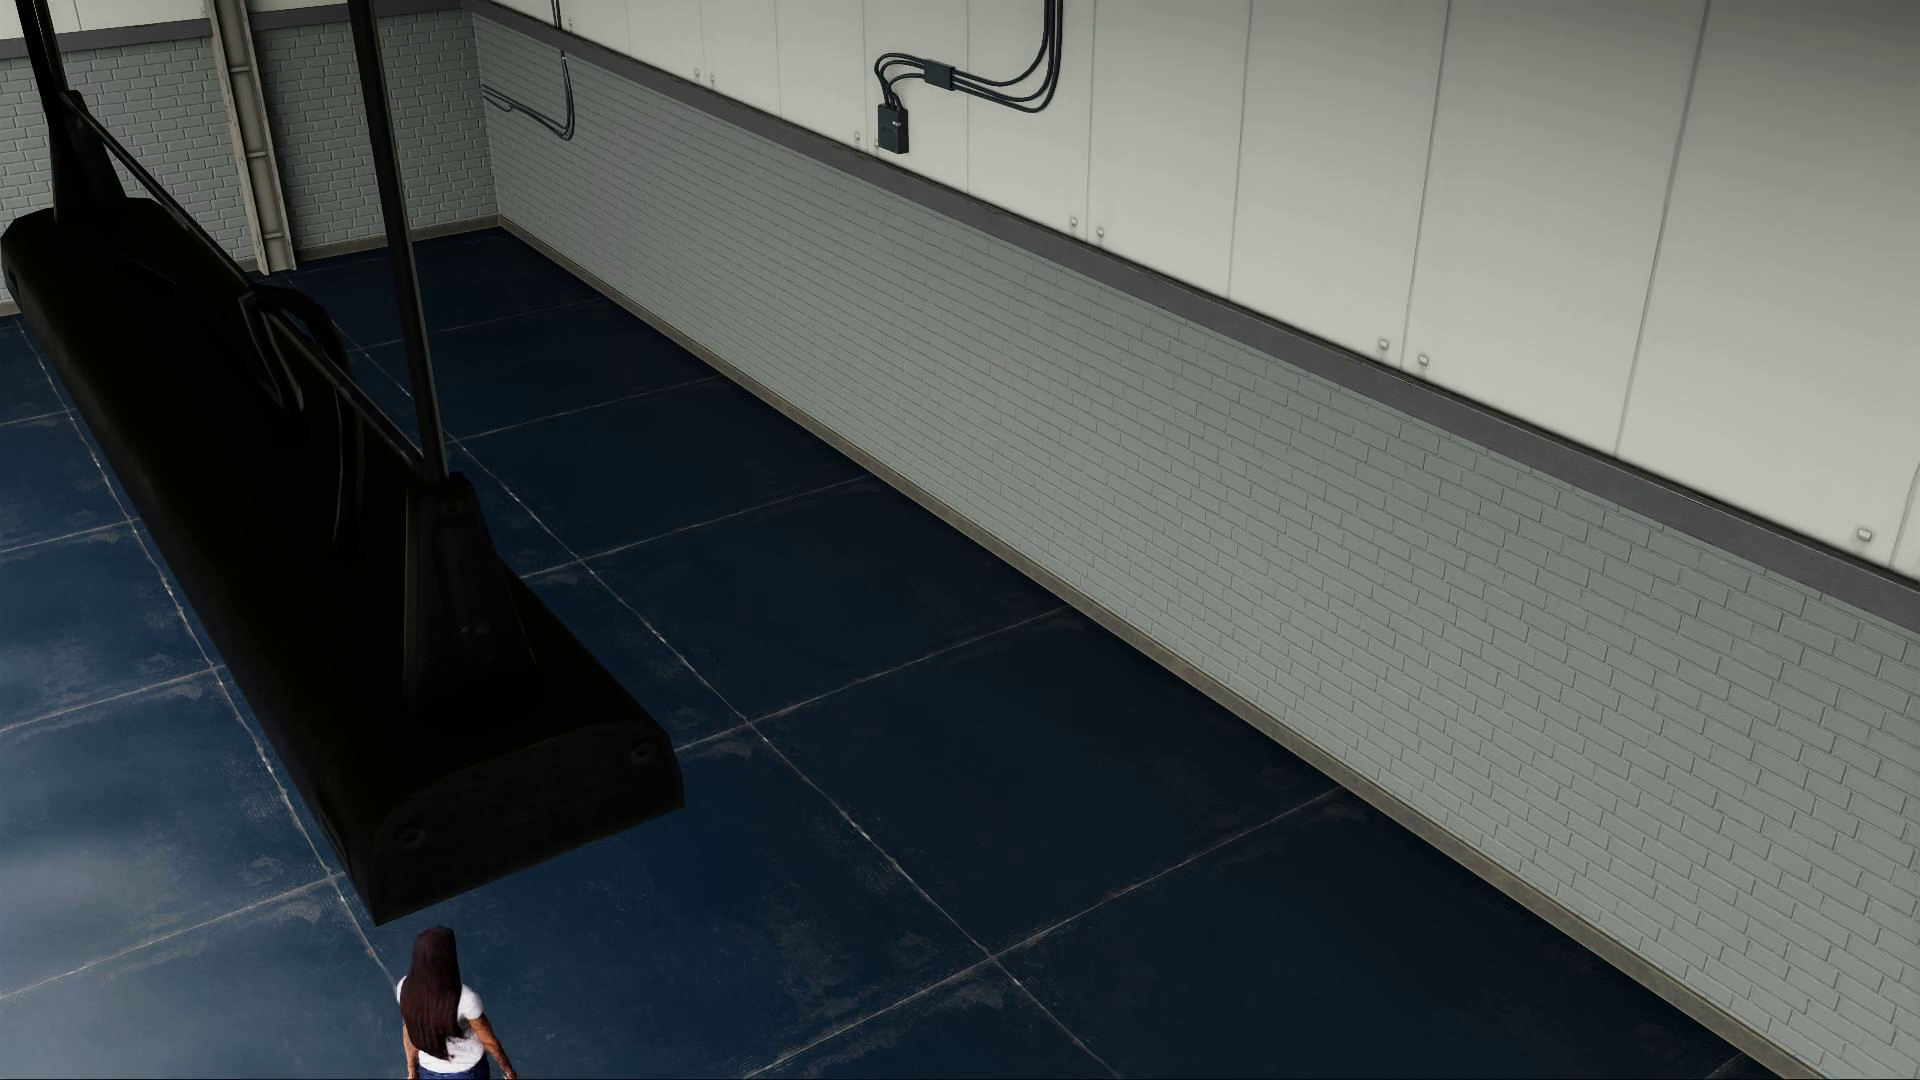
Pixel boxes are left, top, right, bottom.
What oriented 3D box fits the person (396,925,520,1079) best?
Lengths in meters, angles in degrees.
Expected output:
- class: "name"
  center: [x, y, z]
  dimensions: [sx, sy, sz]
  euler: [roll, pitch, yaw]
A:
- class: "person"
  center: [-2.421, 2.596, 7.796]
  dimensions: [0.929, 1.753, 1.042]
  euler: [10, 30, 17]
